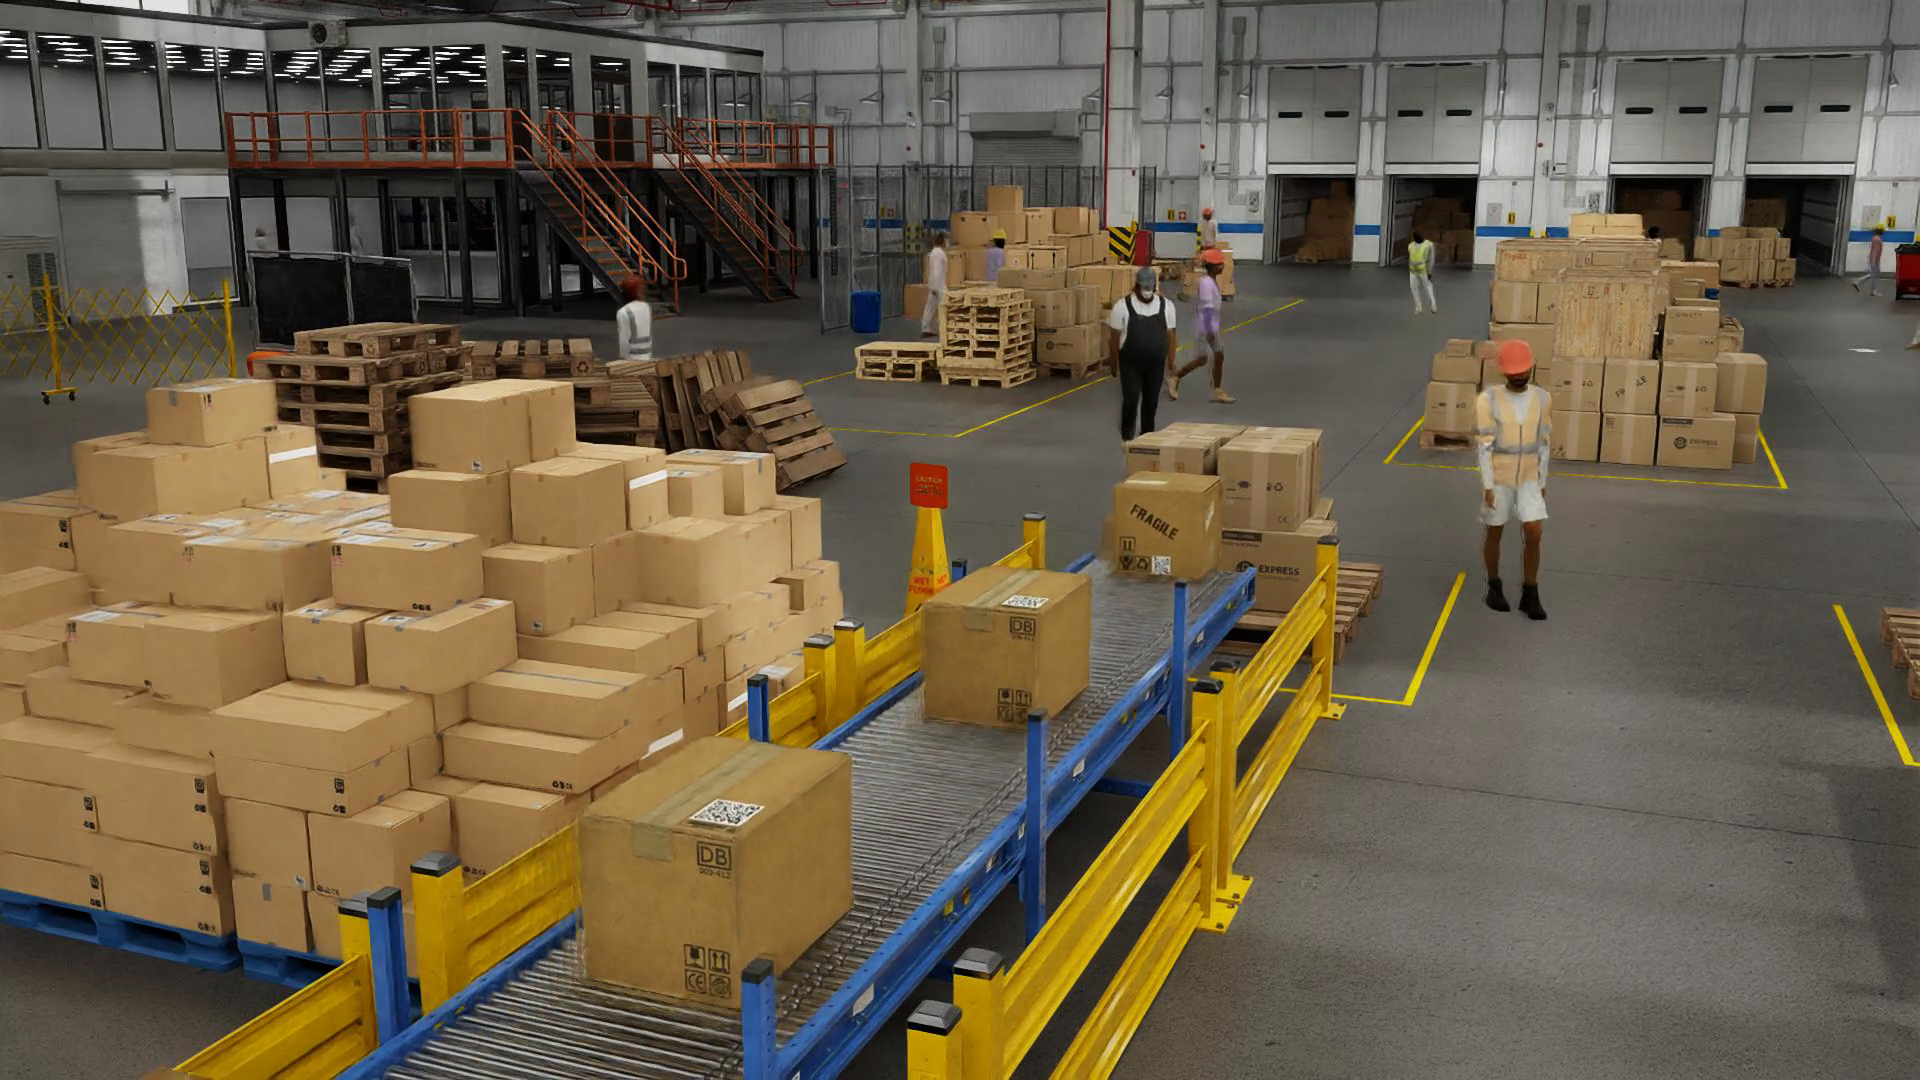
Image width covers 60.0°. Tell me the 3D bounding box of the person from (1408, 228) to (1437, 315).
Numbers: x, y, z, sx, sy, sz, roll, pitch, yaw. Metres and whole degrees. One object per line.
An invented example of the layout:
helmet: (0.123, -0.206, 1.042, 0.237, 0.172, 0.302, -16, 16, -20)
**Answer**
person: (9.671, -5.619, 34.845, 0.628, 1.804, 0.557, 11, 17, 40)

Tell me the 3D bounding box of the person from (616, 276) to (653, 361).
person: (-3.540, -1.990, 18.432, 0.765, 1.864, 0.594, 7, 14, 28)

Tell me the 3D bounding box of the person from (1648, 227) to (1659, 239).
person: (16.198, -6.496, 39.017, 0.317, 1.693, 0.536, 8, 15, 31)

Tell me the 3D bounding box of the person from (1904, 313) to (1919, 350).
person: (16.454, -4.072, 27.875, 0.875, 1.811, 0.630, 1, 13, 3)

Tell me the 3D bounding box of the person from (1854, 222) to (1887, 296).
person: (22.034, -6.780, 40.159, 0.530, 1.756, 0.533, 5, 13, 20)

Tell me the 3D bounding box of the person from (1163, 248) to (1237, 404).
person: (3.140, -2.763, 21.551, 0.869, 2.017, 0.619, 5, 14, 21)

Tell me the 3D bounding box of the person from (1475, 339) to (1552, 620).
person: (3.739, -0.403, 11.216, 0.557, 1.892, 0.750, -1, 13, -3)

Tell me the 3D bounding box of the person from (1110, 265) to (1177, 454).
person: (1.975, -1.936, 17.769, 0.703, 2.000, 0.708, -2, 13, -8)

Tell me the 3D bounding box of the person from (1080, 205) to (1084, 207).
person: (3.854, -9.432, 51.684, 0.725, 1.915, 0.556, -3, 13, -13)

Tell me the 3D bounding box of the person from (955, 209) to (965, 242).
person: (-0.015, -8.320, 46.718, 0.758, 1.899, 0.636, -2, 13, -8)

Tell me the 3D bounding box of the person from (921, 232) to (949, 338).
person: (-0.255, -4.559, 29.860, 0.976, 1.893, 0.660, -1, 13, -5)

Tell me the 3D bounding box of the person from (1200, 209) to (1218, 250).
person: (6.846, -8.059, 45.459, 0.395, 1.953, 0.677, -5, 14, -23)

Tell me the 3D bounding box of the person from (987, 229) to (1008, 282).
person: (0.709, -4.816, 30.959, 0.421, 1.916, 0.605, -4, 13, -19)
